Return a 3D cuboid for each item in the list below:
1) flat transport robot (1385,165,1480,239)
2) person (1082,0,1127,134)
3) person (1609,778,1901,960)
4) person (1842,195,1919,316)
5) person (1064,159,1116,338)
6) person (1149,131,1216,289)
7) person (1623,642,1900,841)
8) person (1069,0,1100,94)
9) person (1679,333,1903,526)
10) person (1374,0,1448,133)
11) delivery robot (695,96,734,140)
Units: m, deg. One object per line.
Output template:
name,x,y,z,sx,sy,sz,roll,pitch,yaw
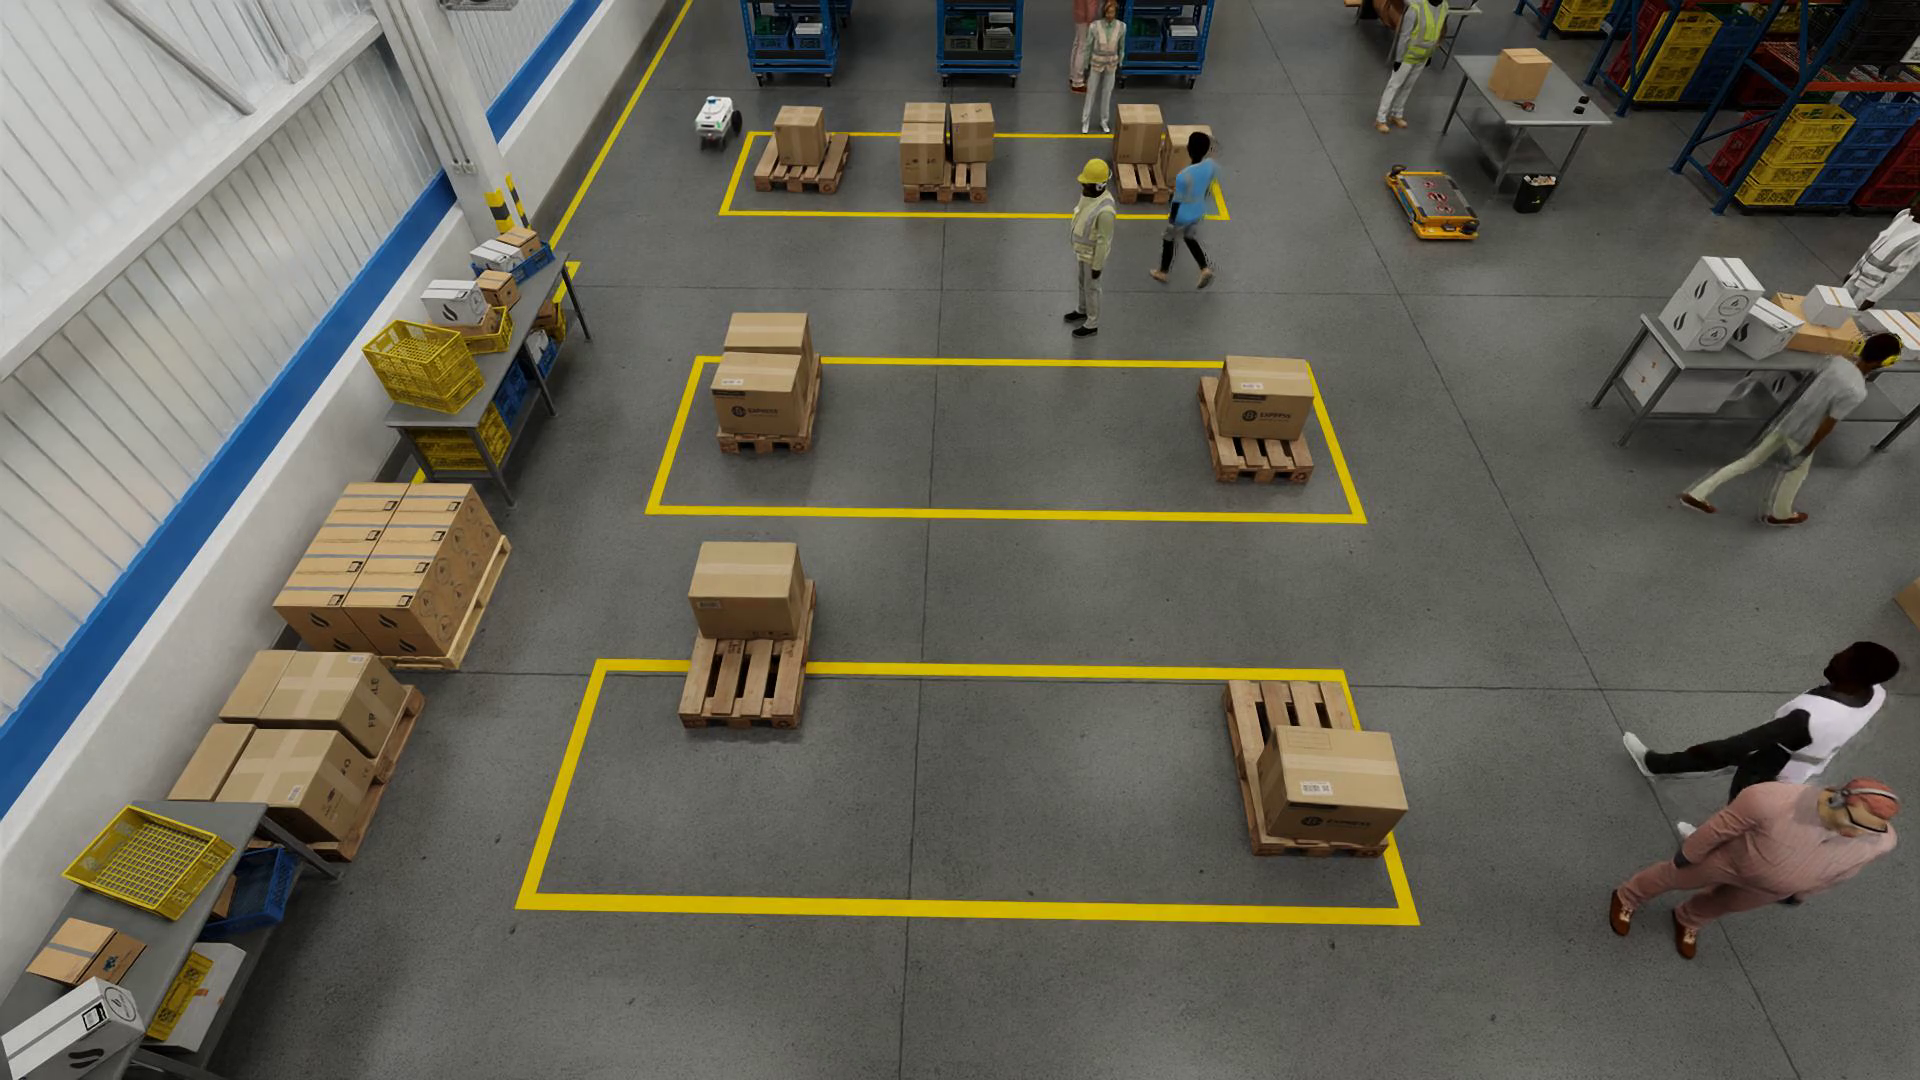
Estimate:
flat transport robot,5.692,-4.094,11.059,0.652,0.197,1.431,1,49,1
person,1.866,-6.146,11.940,0.531,1.634,0.311,-4,49,-4
person,4.248,1.767,4.921,0.648,1.899,0.398,18,52,15
person,8.466,-2.409,8.549,0.358,1.877,0.564,10,50,9
person,1.266,-2.837,8.953,0.403,1.824,0.598,-9,50,-8
person,2.402,-3.365,9.498,0.541,1.680,0.660,-27,54,-22
person,4.708,1.173,5.443,0.616,1.871,0.959,-21,52,-18
person,1.756,-7.216,12.643,0.410,1.980,0.621,-7,50,-6
person,6.663,-0.832,7.233,0.960,1.818,0.532,6,49,5
person,5.919,-6.294,11.936,0.621,1.838,0.429,-20,52,-16
delivery robot,-3.243,-5.607,12.122,0.477,0.478,0.707,4,49,3
